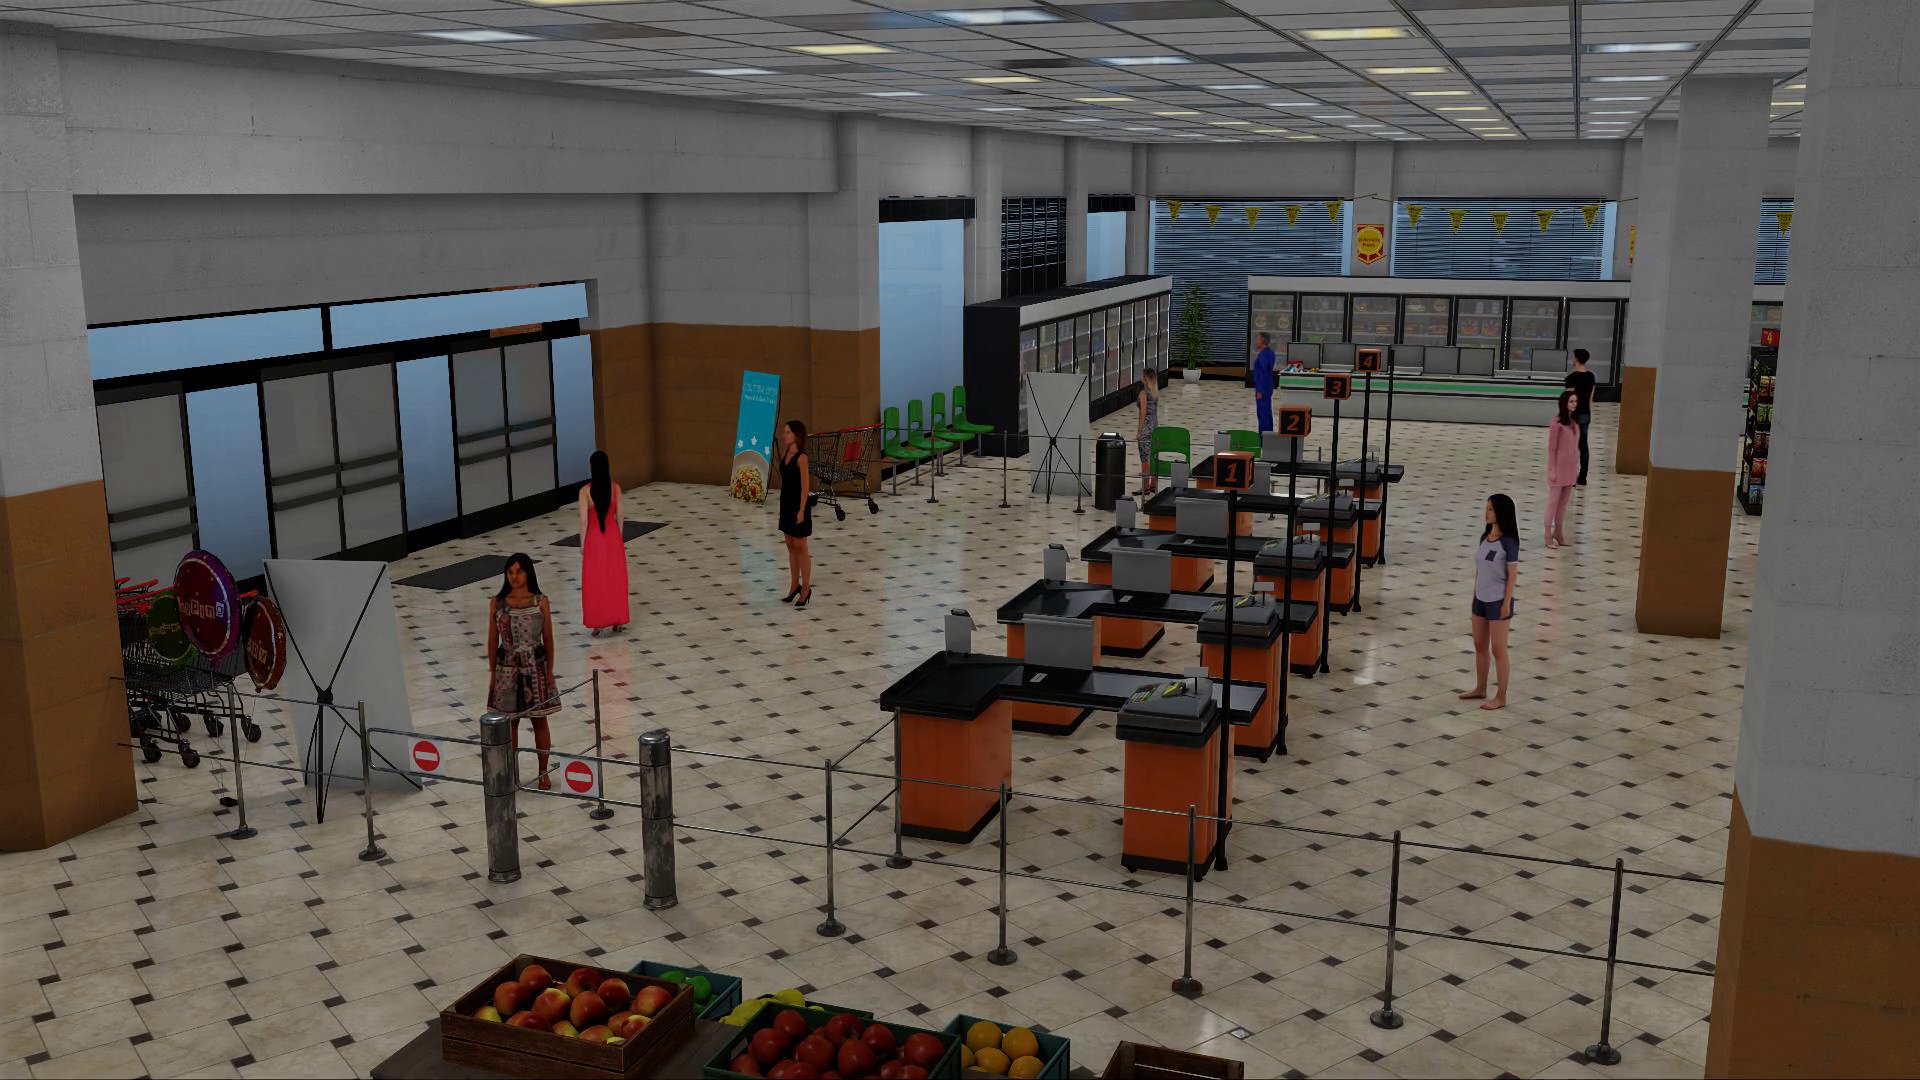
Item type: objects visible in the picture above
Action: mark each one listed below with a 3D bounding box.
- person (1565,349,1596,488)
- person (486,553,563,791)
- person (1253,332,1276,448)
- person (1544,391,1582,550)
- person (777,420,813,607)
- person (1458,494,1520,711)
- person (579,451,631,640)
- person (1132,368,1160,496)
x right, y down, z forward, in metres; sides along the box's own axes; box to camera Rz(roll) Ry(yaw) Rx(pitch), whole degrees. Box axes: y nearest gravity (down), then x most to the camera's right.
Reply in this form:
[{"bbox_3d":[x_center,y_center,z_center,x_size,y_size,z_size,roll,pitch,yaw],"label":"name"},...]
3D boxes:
[{"bbox_3d":[8.547,-1.696,22.997,0.737,1.896,0.797,-5,13,-24],"label":"person"},{"bbox_3d":[-2.976,0.890,11.328,0.638,1.645,0.783,-1,12,-7],"label":"person"},{"bbox_3d":[4.856,-2.405,26.534,0.550,1.826,0.738,5,13,23],"label":"person"},{"bbox_3d":[6.886,-0.814,19.038,0.690,1.803,0.722,-7,14,-31],"label":"person"},{"bbox_3d":[-1.617,-0.266,16.357,0.724,1.835,0.627,-9,15,-36],"label":"person"},{"bbox_3d":[4.223,0.472,13.163,0.717,1.706,0.677,-4,13,-19],"label":"person"},{"bbox_3d":[-3.258,0.036,15.182,0.712,1.728,0.746,-8,14,-34],"label":"person"},{"bbox_3d":[2.538,-1.468,22.379,0.579,1.705,0.617,9,15,35],"label":"person"}]
